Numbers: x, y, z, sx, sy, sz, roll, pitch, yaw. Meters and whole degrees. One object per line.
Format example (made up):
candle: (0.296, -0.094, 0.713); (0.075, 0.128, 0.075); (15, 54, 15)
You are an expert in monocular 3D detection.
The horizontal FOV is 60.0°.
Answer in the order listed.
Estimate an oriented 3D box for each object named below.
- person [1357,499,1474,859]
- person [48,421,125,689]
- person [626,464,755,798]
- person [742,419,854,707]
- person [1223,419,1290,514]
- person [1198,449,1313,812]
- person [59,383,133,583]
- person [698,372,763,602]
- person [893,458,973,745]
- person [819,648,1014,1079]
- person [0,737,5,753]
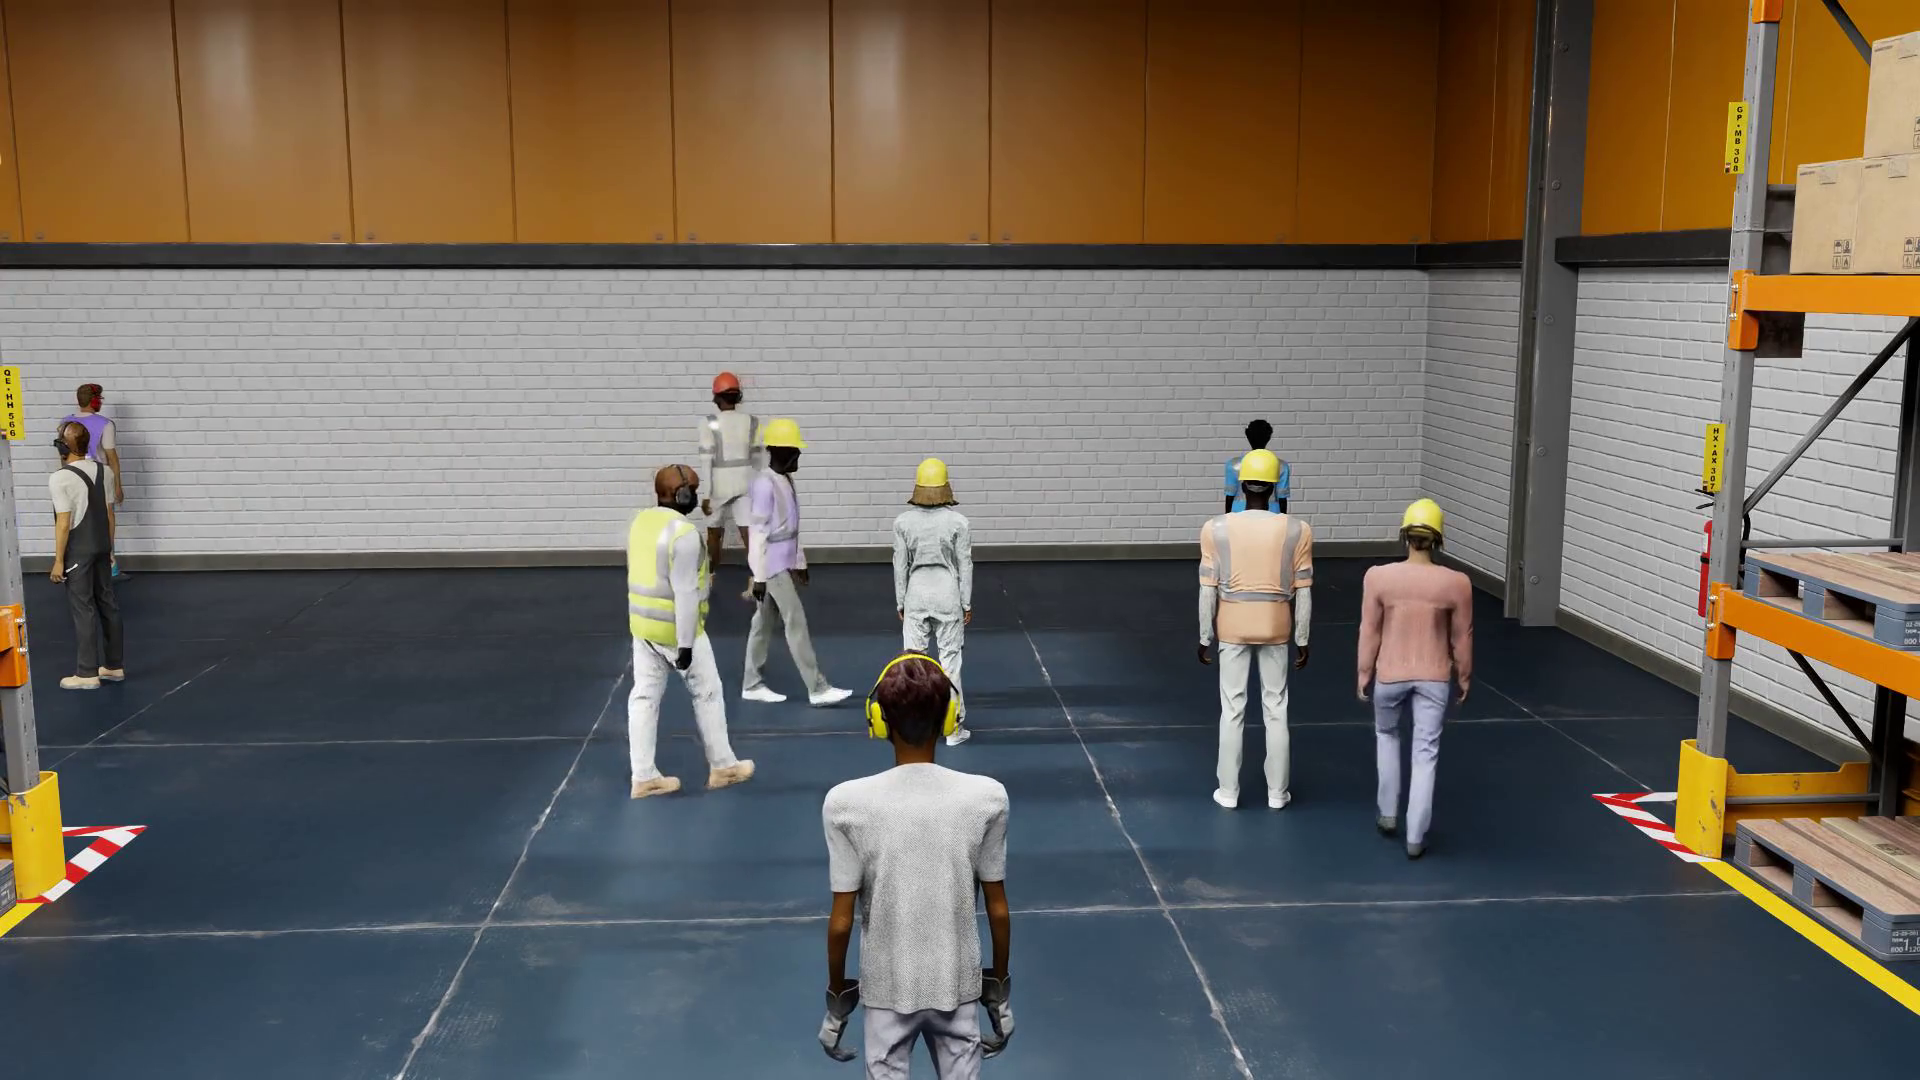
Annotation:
person: (2.254, 0.661, 8.234); (0.544, 1.743, 0.664); (3, 10, 18)
person: (-6.020, 0.103, 11.426); (0.346, 1.846, 0.505); (3, 9, 16)
person: (-1.487, 0.483, 9.135); (0.831, 1.808, 0.625); (-9, 13, -44)
person: (-1.064, 0.160, 10.892); (0.871, 1.893, 0.612); (1, 9, 5)
person: (2.369, -0.120, 13.318); (0.530, 1.689, 0.321); (1, 9, 4)
person: (1.554, 0.479, 8.804); (0.594, 1.925, 0.378); (1, 9, 6)
person: (-7.974, -0.511, 15.279); (0.571, 1.843, 0.372); (2, 9, 12)
person: (-2.023, -0.473, 14.606); (0.633, 1.983, 1.068); (-5, 11, -31)
person: (-0.158, 0.374, 10.037); (0.487, 1.746, 0.289); (2, 9, 10)
person: (-0.114, 1.209, 4.402); (0.520, 1.873, 0.328); (-1, 9, -8)
person: (-6.003, 0.318, 9.886); (0.772, 1.909, 0.571); (7, 11, 36)
